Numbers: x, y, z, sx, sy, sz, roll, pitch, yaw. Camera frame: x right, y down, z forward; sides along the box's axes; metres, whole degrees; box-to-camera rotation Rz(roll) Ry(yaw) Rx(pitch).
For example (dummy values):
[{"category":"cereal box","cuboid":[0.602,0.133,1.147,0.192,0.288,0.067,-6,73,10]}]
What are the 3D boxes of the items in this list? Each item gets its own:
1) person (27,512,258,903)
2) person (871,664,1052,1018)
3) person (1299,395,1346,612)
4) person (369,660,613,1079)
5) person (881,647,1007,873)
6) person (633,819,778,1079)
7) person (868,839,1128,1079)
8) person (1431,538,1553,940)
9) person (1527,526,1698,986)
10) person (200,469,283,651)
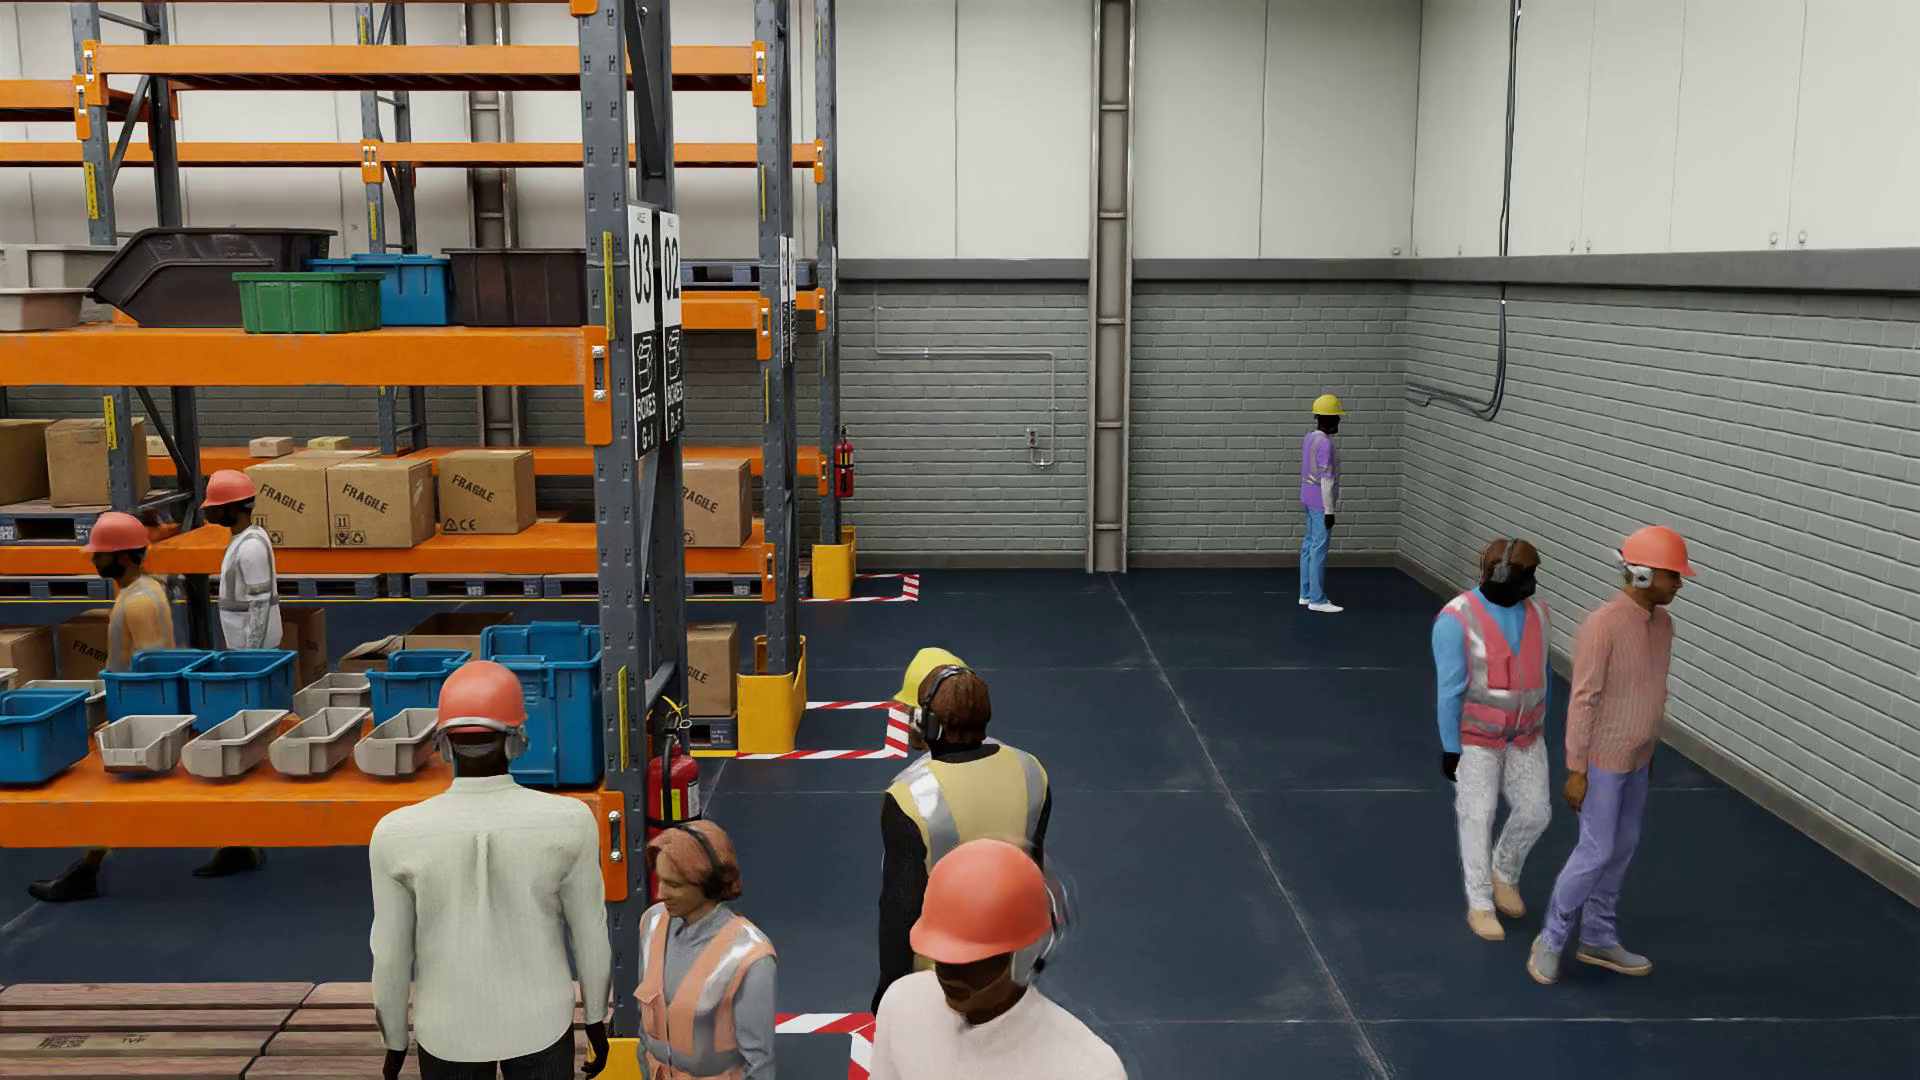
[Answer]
[{"category":"person","cuboid":[-3.979,0.792,8.082,1.017,1.888,0.556,-4,10,-22]},{"category":"person","cuboid":[-0.017,1.287,5.140,0.619,1.845,0.430,-8,12,-39]},{"category":"person","cuboid":[3.214,-0.327,14.775,0.367,1.928,0.584,-1,9,-5]},{"category":"person","cuboid":[-1.265,1.310,4.540,0.622,1.989,0.399,-2,10,-15]},{"category":"person","cuboid":[-0.048,1.253,5.429,0.404,1.824,0.596,7,12,36]},{"category":"person","cuboid":[-0.660,1.518,4.372,0.519,1.631,0.321,8,12,42]},{"category":"person","cuboid":[0.120,1.513,3.443,0.604,1.956,0.996,9,13,43]},{"category":"person","cuboid":[2.441,0.896,7.612,0.656,1.823,0.451,-2,9,-12]},{"category":"person","cuboid":[2.768,0.910,7.048,0.657,1.973,0.529,-7,12,-39]},{"category":"person","cuboid":[-3.996,0.562,9.318,0.375,1.930,0.542,-4,10,-25]}]
